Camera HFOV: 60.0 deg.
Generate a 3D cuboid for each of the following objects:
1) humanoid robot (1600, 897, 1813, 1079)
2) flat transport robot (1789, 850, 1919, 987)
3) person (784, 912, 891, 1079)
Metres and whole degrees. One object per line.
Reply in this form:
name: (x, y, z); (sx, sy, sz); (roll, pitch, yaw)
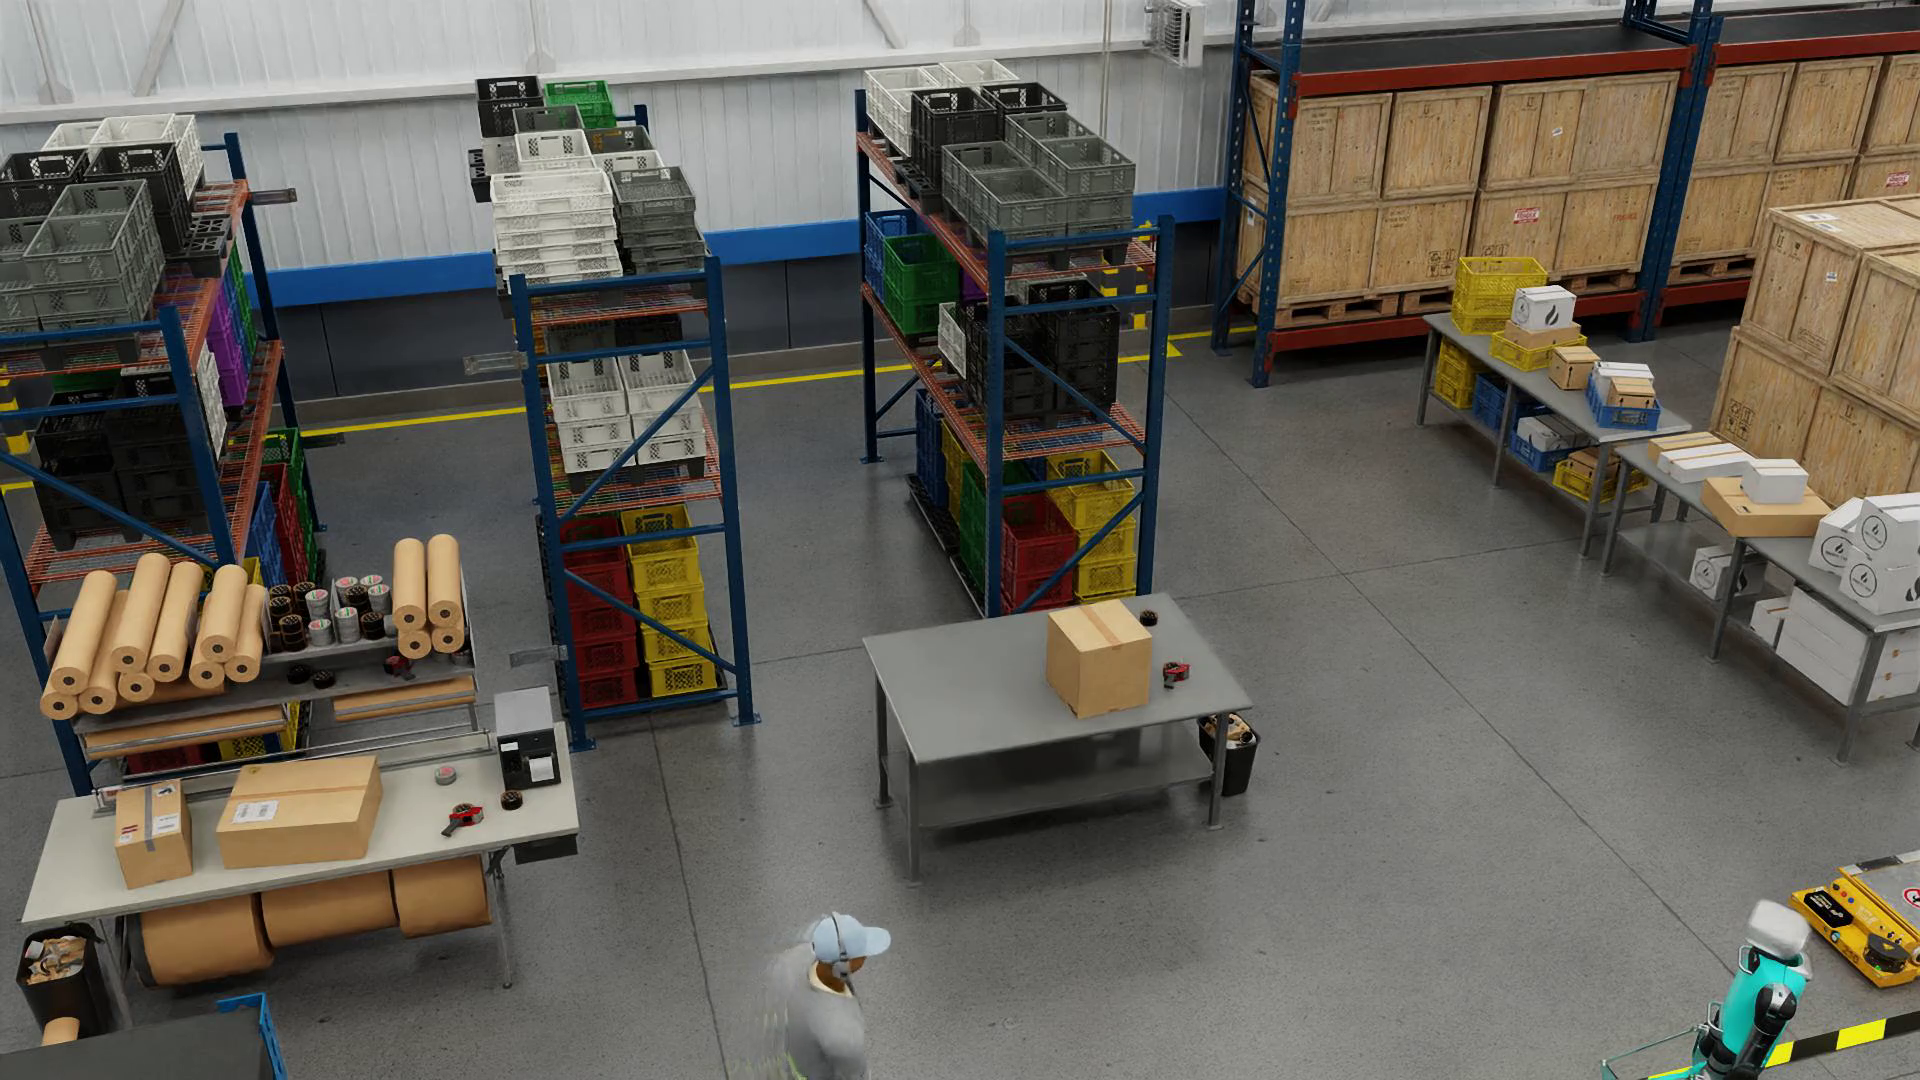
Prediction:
humanoid robot: (2.864, 2.103, 6.676); (0.735, 1.672, 0.533); (12, 31, 21)
flat transport robot: (5.163, 1.916, 8.676); (1.431, 0.231, 0.659); (-8, 30, -14)
person: (-0.453, 2.188, 6.586); (0.983, 1.792, 0.610); (-10, 30, -17)
